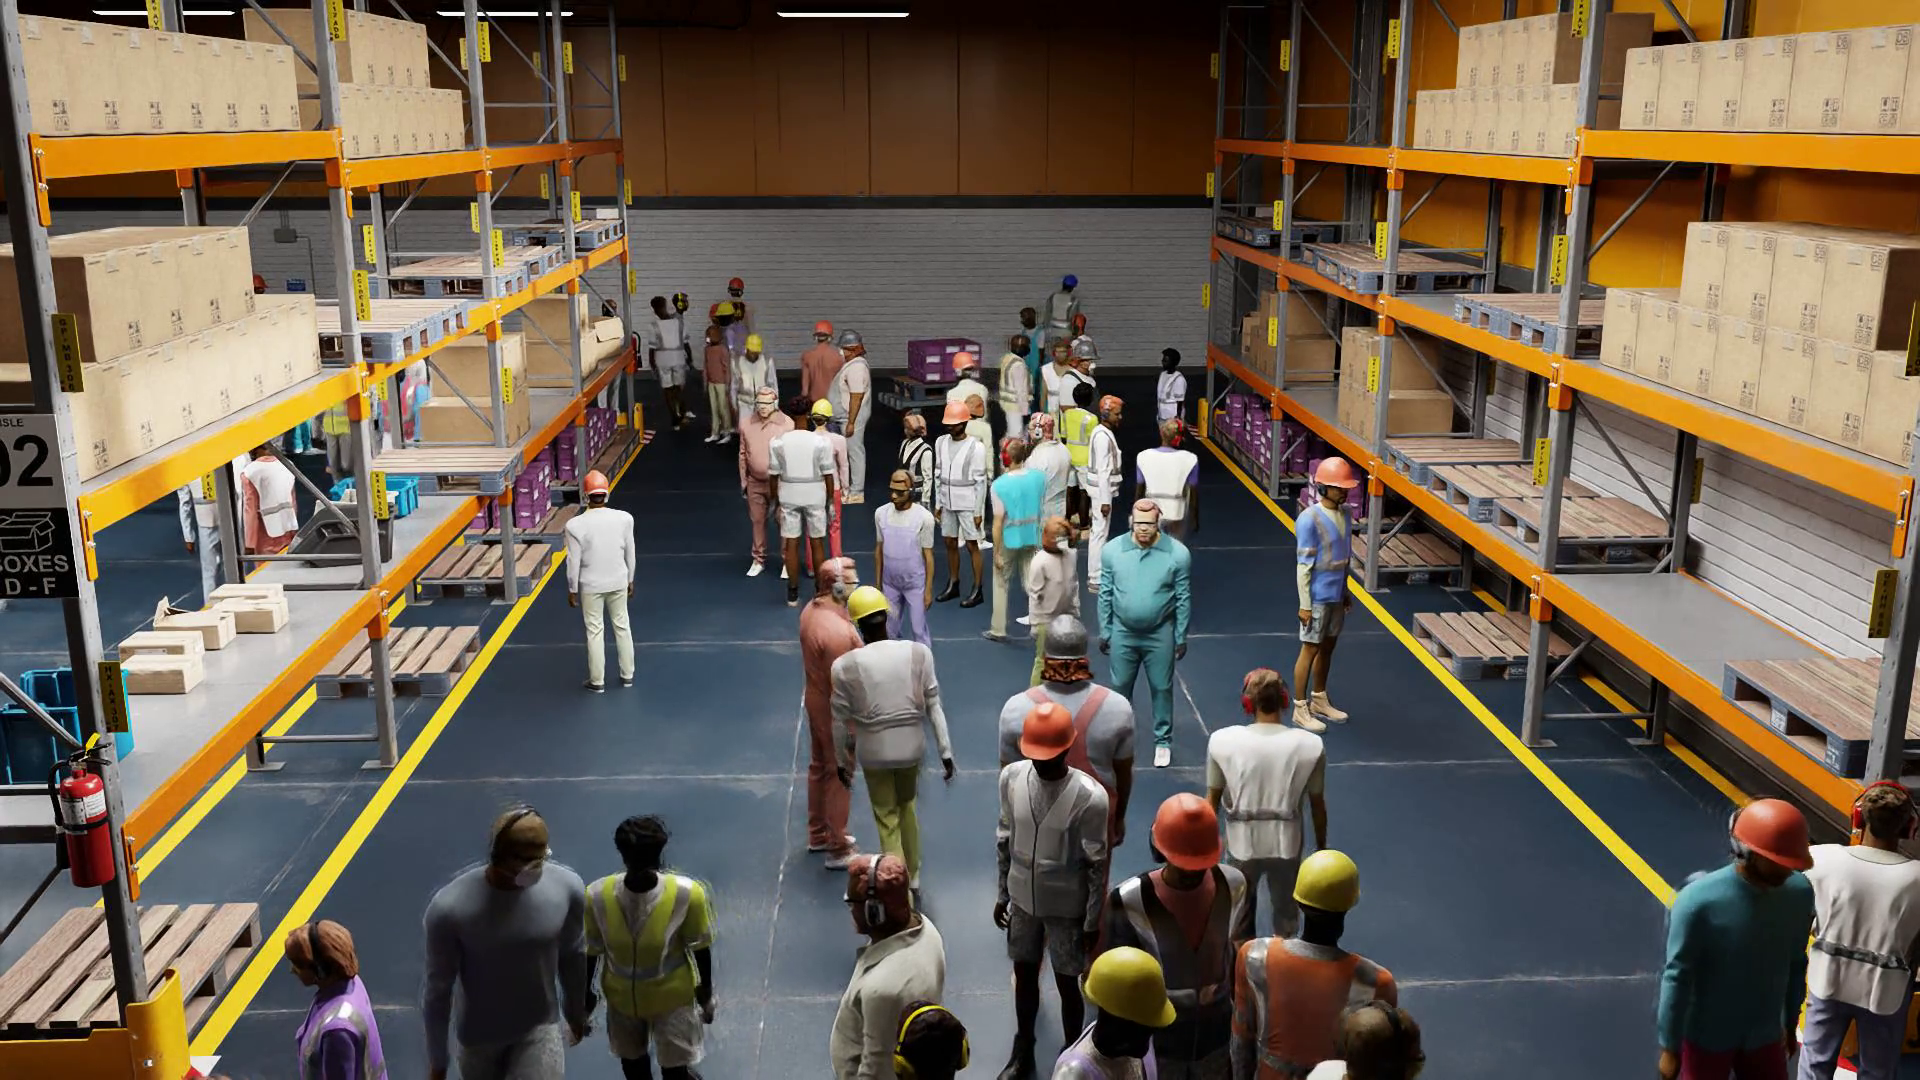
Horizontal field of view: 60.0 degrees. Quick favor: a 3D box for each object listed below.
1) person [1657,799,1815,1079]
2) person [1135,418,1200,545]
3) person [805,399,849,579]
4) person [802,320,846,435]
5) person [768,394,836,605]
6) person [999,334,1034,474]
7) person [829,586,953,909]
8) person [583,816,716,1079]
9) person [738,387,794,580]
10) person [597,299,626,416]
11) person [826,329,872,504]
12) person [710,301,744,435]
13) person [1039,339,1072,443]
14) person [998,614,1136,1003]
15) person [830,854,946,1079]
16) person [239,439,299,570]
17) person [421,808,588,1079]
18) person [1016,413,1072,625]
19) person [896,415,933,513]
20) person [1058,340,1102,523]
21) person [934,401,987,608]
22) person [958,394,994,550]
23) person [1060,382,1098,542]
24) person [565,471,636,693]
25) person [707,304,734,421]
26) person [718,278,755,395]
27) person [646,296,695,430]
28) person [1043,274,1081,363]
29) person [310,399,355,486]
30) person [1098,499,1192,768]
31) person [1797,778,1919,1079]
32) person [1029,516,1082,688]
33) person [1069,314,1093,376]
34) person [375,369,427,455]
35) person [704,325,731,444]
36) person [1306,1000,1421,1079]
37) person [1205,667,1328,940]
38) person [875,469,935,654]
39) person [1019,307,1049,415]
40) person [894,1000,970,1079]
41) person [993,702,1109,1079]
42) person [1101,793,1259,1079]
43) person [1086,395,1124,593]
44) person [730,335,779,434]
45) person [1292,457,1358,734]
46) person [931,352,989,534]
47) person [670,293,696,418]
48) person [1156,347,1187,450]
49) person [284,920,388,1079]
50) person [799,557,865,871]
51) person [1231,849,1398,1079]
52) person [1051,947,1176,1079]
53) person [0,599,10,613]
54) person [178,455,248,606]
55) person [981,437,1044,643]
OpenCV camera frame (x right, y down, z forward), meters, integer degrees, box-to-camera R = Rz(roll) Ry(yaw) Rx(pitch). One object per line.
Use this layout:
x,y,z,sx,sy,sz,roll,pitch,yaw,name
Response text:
2.977,1.895,6.414,0.654,1.967,0.490,-3,15,-13,person
1.859,-0.207,14.980,0.581,1.820,0.602,4,15,17,person
-1.338,-0.493,16.203,0.534,1.767,0.318,1,14,4,person
-1.681,-1.780,20.873,0.620,1.959,0.896,4,15,16,person
-1.444,-0.367,15.309,0.613,1.961,0.367,0,14,1,person
0.753,-1.638,20.575,0.543,1.823,0.659,-2,14,-9,person
-0.407,1.181,9.403,0.672,1.873,0.726,-5,15,-18,person
-1.303,1.905,6.945,0.546,1.683,0.356,3,15,10,person
-1.862,-0.551,16.179,0.642,1.899,0.395,4,15,17,person
-5.114,-2.607,24.360,0.430,1.840,0.621,7,16,27,person
-1.298,-1.451,19.415,0.538,2.000,0.684,0,14,-1,person
-3.289,-2.424,23.512,0.521,1.907,0.669,1,14,6,person
1.244,-1.511,20.057,0.604,1.829,0.457,6,16,23,person
0.523,1.348,8.428,0.682,2.000,0.536,-1,14,-2,person
-0.268,2.033,6.040,0.401,1.895,0.653,2,14,9,person
-5.849,-0.048,14.181,0.386,1.906,0.601,4,15,16,person
-1.774,1.909,6.572,0.654,1.878,1.056,-5,15,-20,person
0.729,-0.188,14.739,0.399,1.901,0.643,8,17,30,person
-0.435,-0.409,16.119,0.307,1.643,0.514,-10,17,-33,person
1.374,-1.212,18.475,0.535,2.000,0.681,6,16,24,person
-0.018,-0.327,15.248,0.542,1.929,0.395,11,18,37,person
0.138,-0.712,17.325,0.507,1.632,0.273,10,17,33,person
1.275,-0.832,17.671,0.322,1.696,0.536,-11,18,-38,person
-2.812,0.322,13.026,0.563,1.753,0.335,-8,17,-30,person
-3.562,-2.650,24.727,0.542,1.738,0.580,-13,19,-41,person
-3.490,-3.094,25.985,0.622,1.987,0.405,2,14,8,person
-4.182,-2.552,23.956,0.674,1.927,0.490,-7,16,-27,person
1.678,-3.415,27.394,0.659,1.905,0.479,7,16,26,person
-7.039,-1.247,18.852,0.603,1.909,0.419,3,15,11,person
1.263,0.640,11.498,0.646,1.899,0.399,4,15,15,person
3.664,1.867,6.794,0.561,1.838,0.393,10,17,33,person
0.686,0.587,12.259,0.387,1.616,0.538,13,19,41,person
1.587,-2.068,22.171,0.369,1.878,0.584,6,16,23,person
-6.321,-1.191,18.851,0.636,1.815,0.512,1,14,5,person
-3.357,-2.154,22.991,0.288,1.632,0.503,-14,20,-43,person
1.022,2.282,5.033,0.684,1.911,0.653,1,14,2,person
1.490,1.529,8.159,0.671,1.817,0.501,1,14,3,person
-0.428,0.346,12.781,0.502,1.837,0.349,6,16,24,person
0.985,-2.366,23.473,0.562,1.796,0.883,13,20,42,person
-0.069,2.282,5.115,0.326,1.865,0.519,14,20,43,person
0.394,1.638,7.530,0.548,1.926,0.387,8,16,29,person
0.843,1.895,6.307,0.619,2.029,0.410,-4,15,-14,person
1.366,-0.438,15.745,0.339,1.884,0.581,1,14,4,person
-2.575,-1.695,20.902,0.583,1.766,0.893,-3,15,-12,person
2.693,0.393,12.172,0.377,2.041,0.616,14,20,43,person
-0.025,-1.074,18.111,0.619,1.946,0.991,-12,18,-39,person
-4.179,-2.767,24.925,0.312,1.869,0.530,-5,15,-18,person
2.579,-1.509,20.345,0.319,1.694,0.535,-6,15,-21,person
-2.251,2.149,6.101,0.325,1.630,0.520,-5,15,-20,person
-0.724,1.027,9.959,0.403,1.904,0.651,-5,15,-20,person
1.271,2.023,6.004,0.592,1.926,0.366,7,16,24,person
0.488,2.188,5.388,0.398,1.914,0.587,8,17,30,person
-8.967,-0.139,14.763,0.618,1.802,0.583,-1,14,-2,person
-6.427,-0.106,14.414,0.595,1.908,0.393,-11,18,-36,person
0.502,0.034,14.015,0.576,1.824,0.772,-10,17,-34,person
